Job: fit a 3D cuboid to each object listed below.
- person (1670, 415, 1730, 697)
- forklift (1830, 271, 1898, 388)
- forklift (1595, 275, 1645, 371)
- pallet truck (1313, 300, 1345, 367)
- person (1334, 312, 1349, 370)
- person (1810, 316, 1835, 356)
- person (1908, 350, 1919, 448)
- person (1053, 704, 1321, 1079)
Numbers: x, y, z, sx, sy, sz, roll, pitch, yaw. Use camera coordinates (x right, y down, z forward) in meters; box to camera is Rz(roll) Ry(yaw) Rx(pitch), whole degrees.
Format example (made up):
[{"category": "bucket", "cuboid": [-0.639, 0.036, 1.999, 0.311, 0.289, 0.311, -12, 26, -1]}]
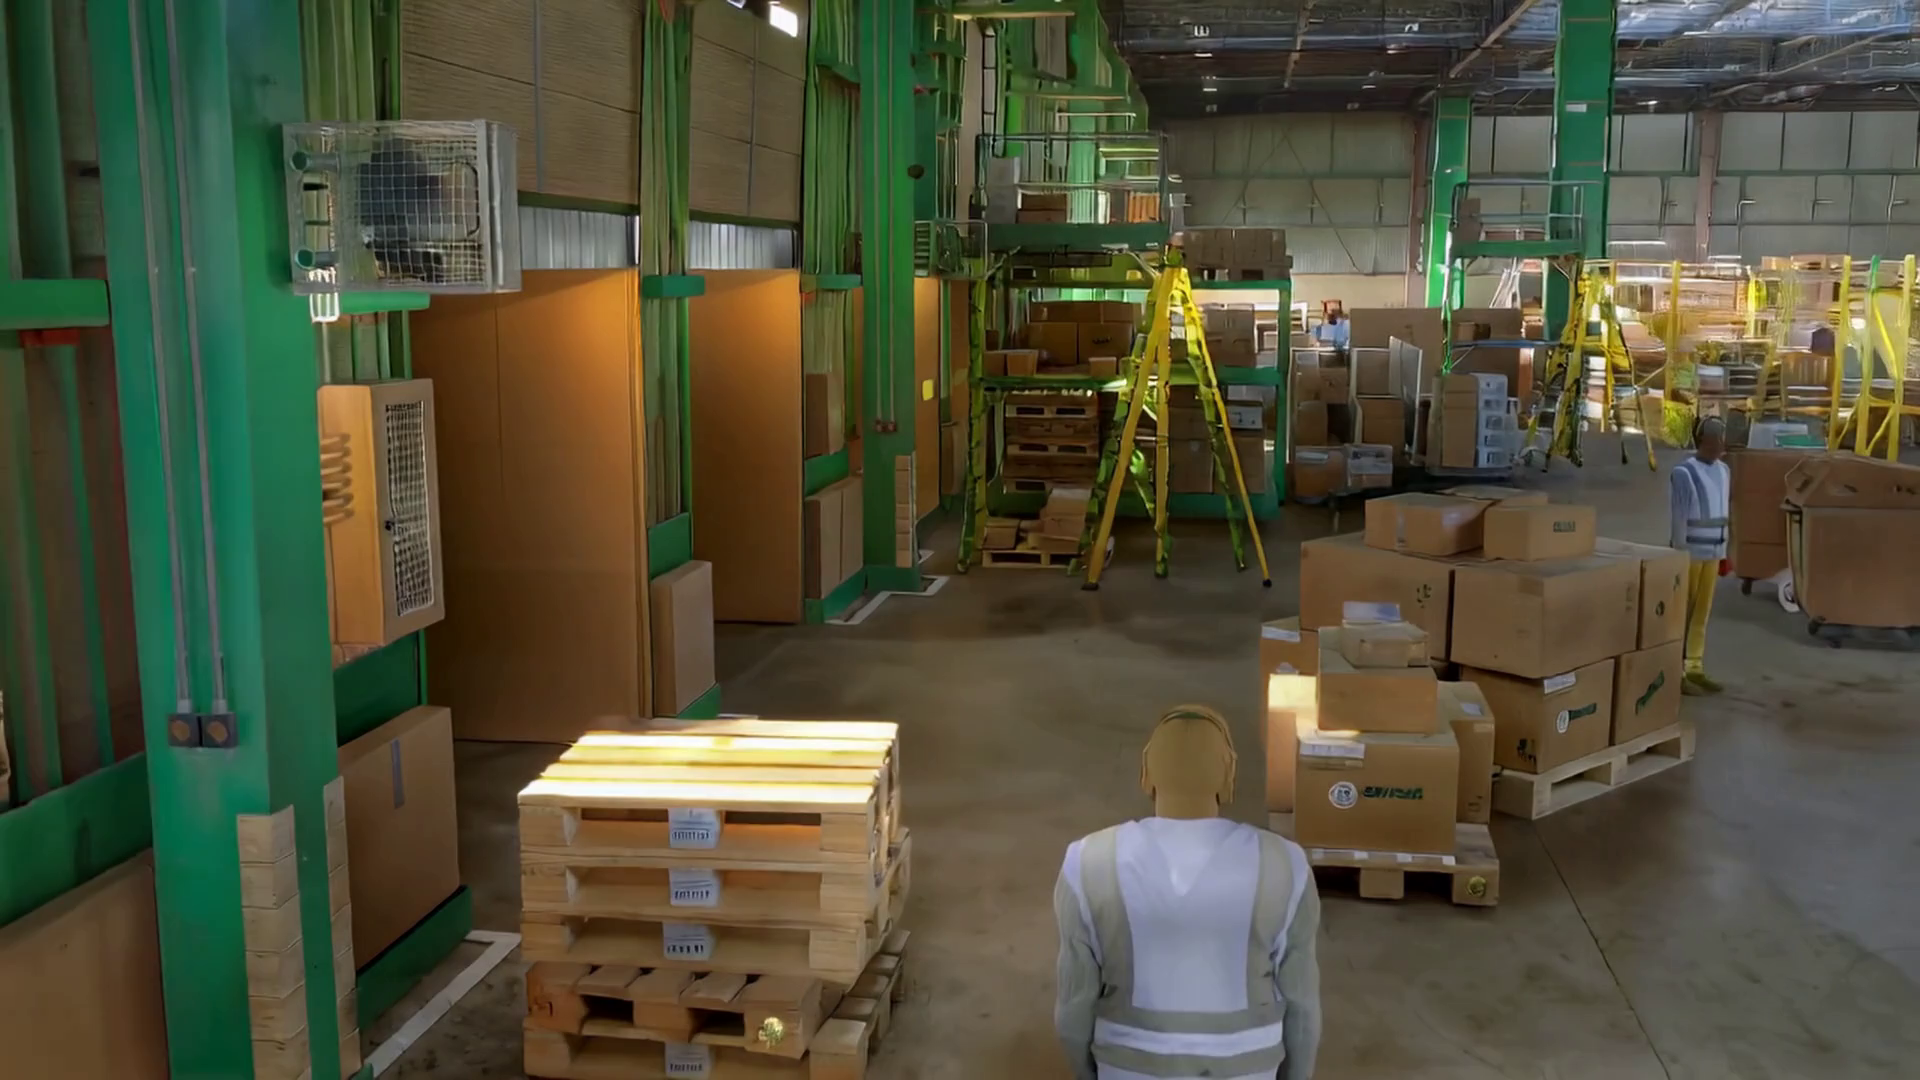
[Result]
[{"category": "person", "cuboid": [4.978, 0.104, 11.194, 0.575, 1.883, 0.355, -7, 12, -37]}, {"category": "forklift", "cuboid": [21.072, -4.771, 38.191, 1.873, 2.768, 1.129, 1, 9, 9]}, {"category": "forklift", "cuboid": [18.081, -6.116, 46.484, 1.873, 2.768, 1.129, -3, 10, -19]}, {"category": "pallet truck", "cuboid": [11.159, -6.200, 49.718, 0.823, 1.965, 1.885, 4, 10, 26]}, {"category": "person", "cuboid": [10.928, -5.661, 47.403, 0.446, 1.659, 0.566, -4, 10, -23]}, {"category": "person", "cuboid": [17.630, -3.617, 34.044, 0.640, 1.918, 0.540, -5, 10, -27]}, {"category": "person", "cuboid": [15.509, -2.343, 26.746, 0.321, 1.736, 0.488, 5, 10, 26]}, {"category": "person", "cuboid": [0.535, 1.294, 3.981, 0.627, 1.844, 0.429, 1, 9, 5]}]
